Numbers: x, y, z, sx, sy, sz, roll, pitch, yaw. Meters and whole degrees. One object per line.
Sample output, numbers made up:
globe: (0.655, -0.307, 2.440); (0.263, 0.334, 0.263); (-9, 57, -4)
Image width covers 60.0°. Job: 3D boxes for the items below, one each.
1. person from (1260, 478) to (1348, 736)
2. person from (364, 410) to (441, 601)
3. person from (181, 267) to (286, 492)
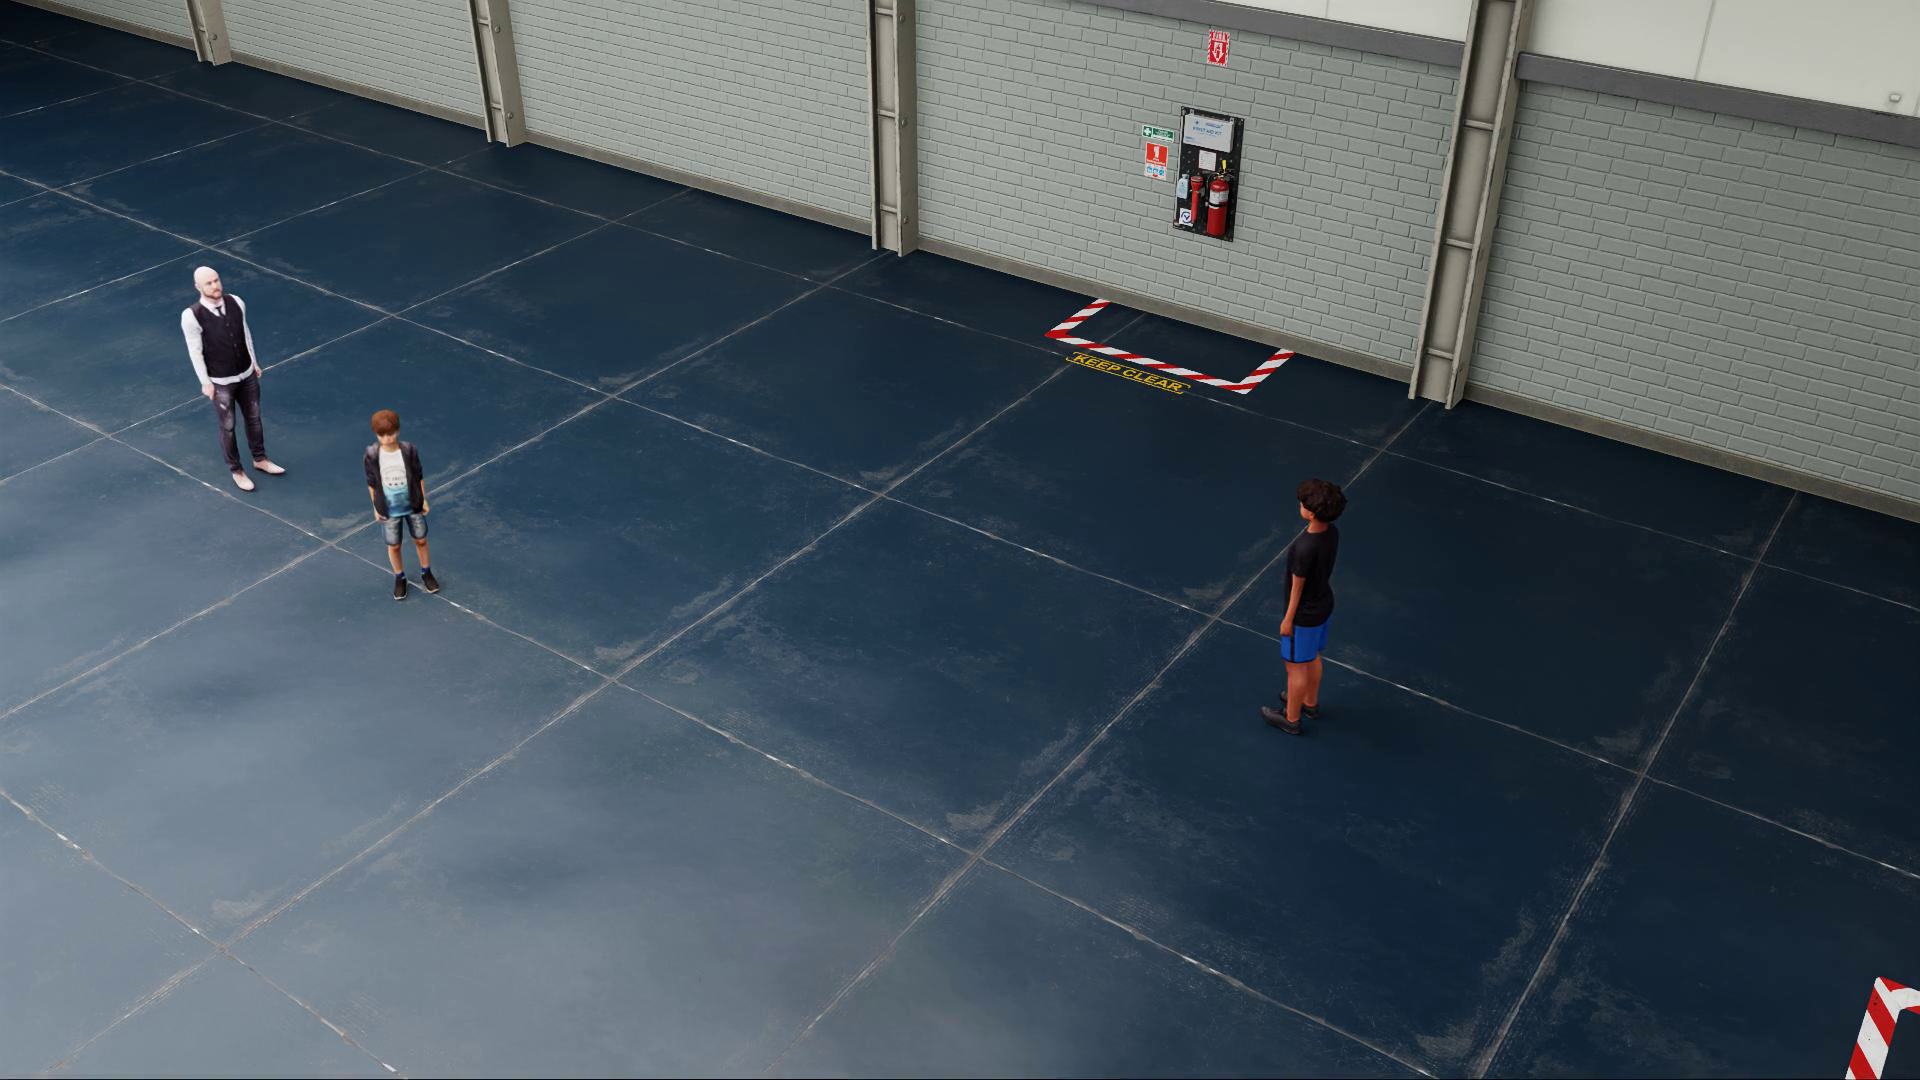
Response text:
person: (2.184, 0.420, 10.409); (0.542, 1.794, 0.571); (21, 38, 29)
person: (-3.977, -0.265, 11.822); (0.622, 1.446, 0.656); (-12, 34, -18)
person: (-5.747, -1.295, 13.101); (0.591, 1.824, 0.687); (19, 37, 27)
